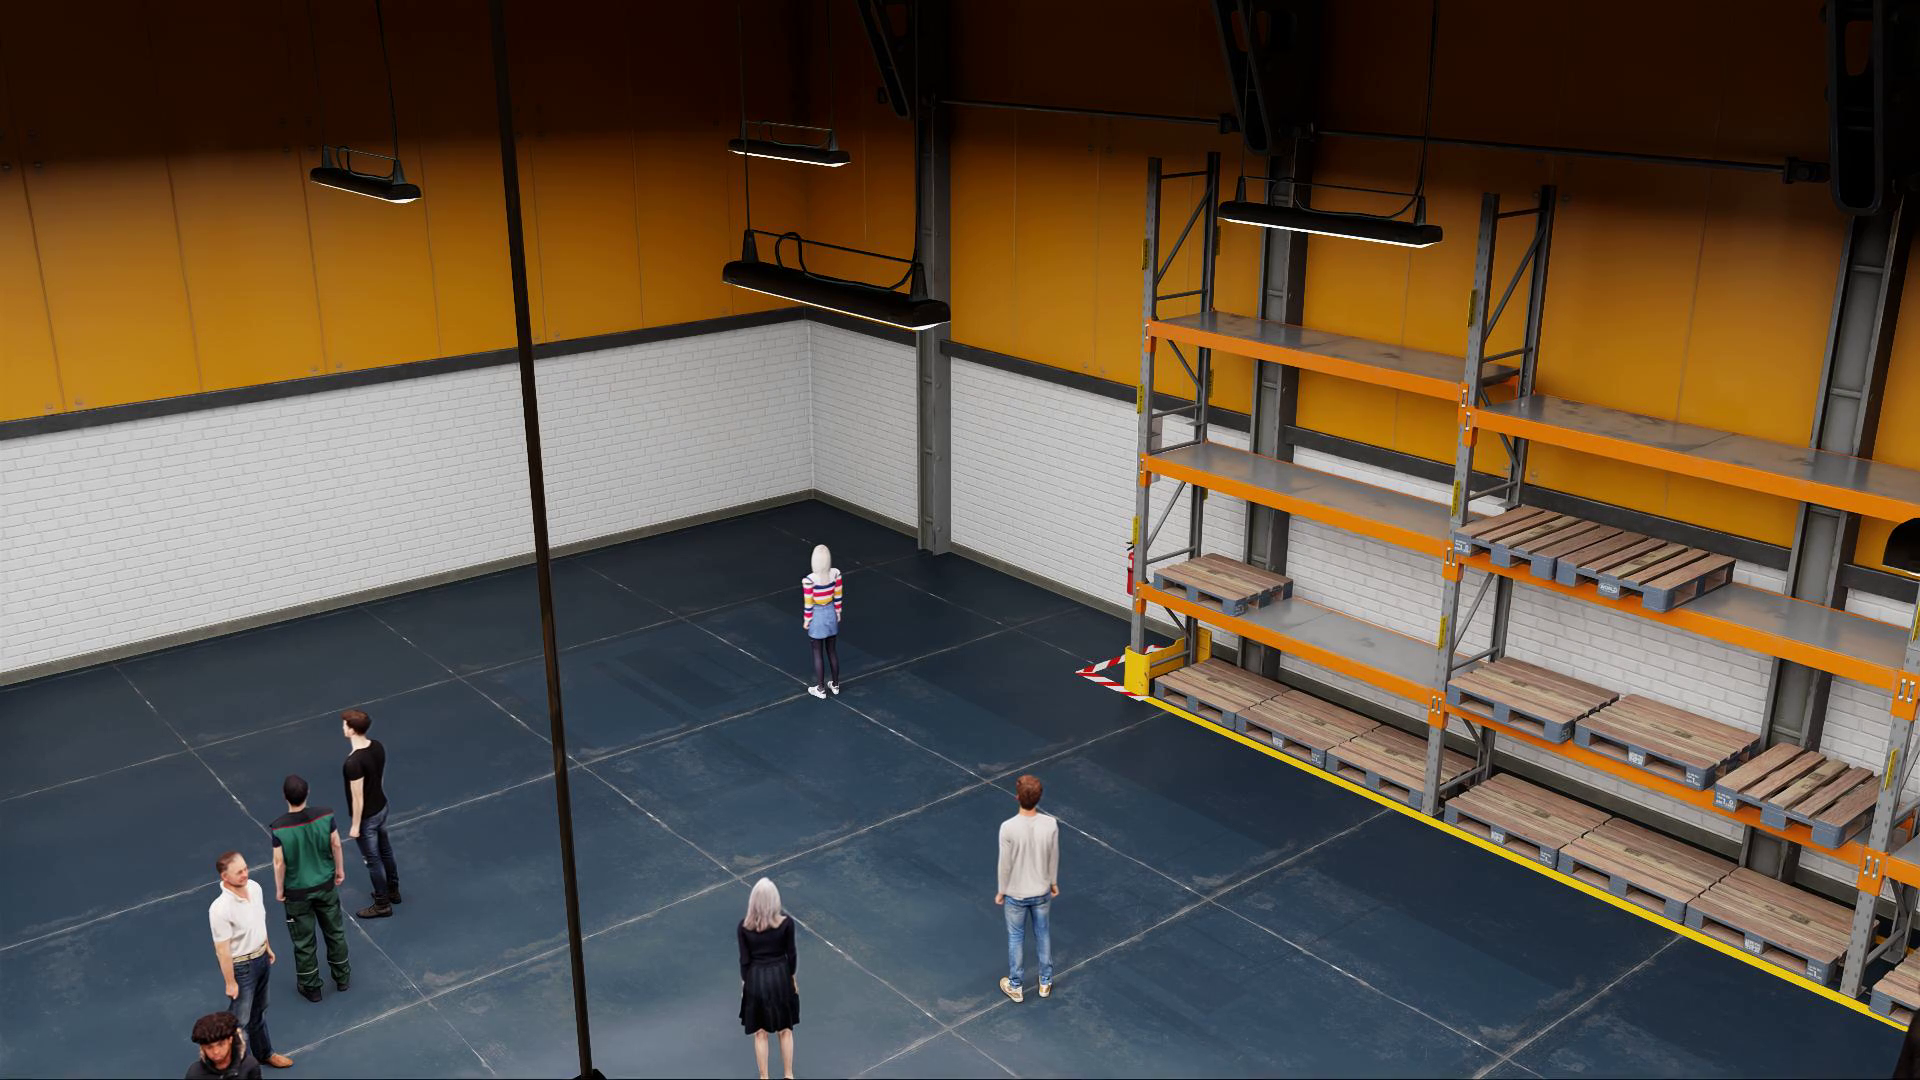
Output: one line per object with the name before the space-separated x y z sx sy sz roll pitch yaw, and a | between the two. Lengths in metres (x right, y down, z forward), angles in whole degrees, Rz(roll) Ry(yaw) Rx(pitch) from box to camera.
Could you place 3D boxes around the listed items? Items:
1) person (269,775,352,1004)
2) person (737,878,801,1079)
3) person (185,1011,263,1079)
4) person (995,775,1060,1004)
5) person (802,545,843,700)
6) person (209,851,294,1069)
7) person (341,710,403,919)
person | -5.154 2.735 13.171 0.677 1.899 0.547 -14 23 -37
person | -1.374 3.219 11.972 0.697 1.746 0.720 -3 19 -10
person | -4.560 3.733 10.392 0.663 1.782 0.652 -10 21 -28
person | 0.534 2.749 13.125 0.748 1.902 0.725 -5 19 -14
person | -1.541 0.900 18.759 0.665 1.809 0.535 -13 23 -34
person | -5.240 3.098 12.161 0.772 1.855 0.752 5 19 14
person | -5.088 2.345 14.334 0.805 1.895 0.752 2 19 6
